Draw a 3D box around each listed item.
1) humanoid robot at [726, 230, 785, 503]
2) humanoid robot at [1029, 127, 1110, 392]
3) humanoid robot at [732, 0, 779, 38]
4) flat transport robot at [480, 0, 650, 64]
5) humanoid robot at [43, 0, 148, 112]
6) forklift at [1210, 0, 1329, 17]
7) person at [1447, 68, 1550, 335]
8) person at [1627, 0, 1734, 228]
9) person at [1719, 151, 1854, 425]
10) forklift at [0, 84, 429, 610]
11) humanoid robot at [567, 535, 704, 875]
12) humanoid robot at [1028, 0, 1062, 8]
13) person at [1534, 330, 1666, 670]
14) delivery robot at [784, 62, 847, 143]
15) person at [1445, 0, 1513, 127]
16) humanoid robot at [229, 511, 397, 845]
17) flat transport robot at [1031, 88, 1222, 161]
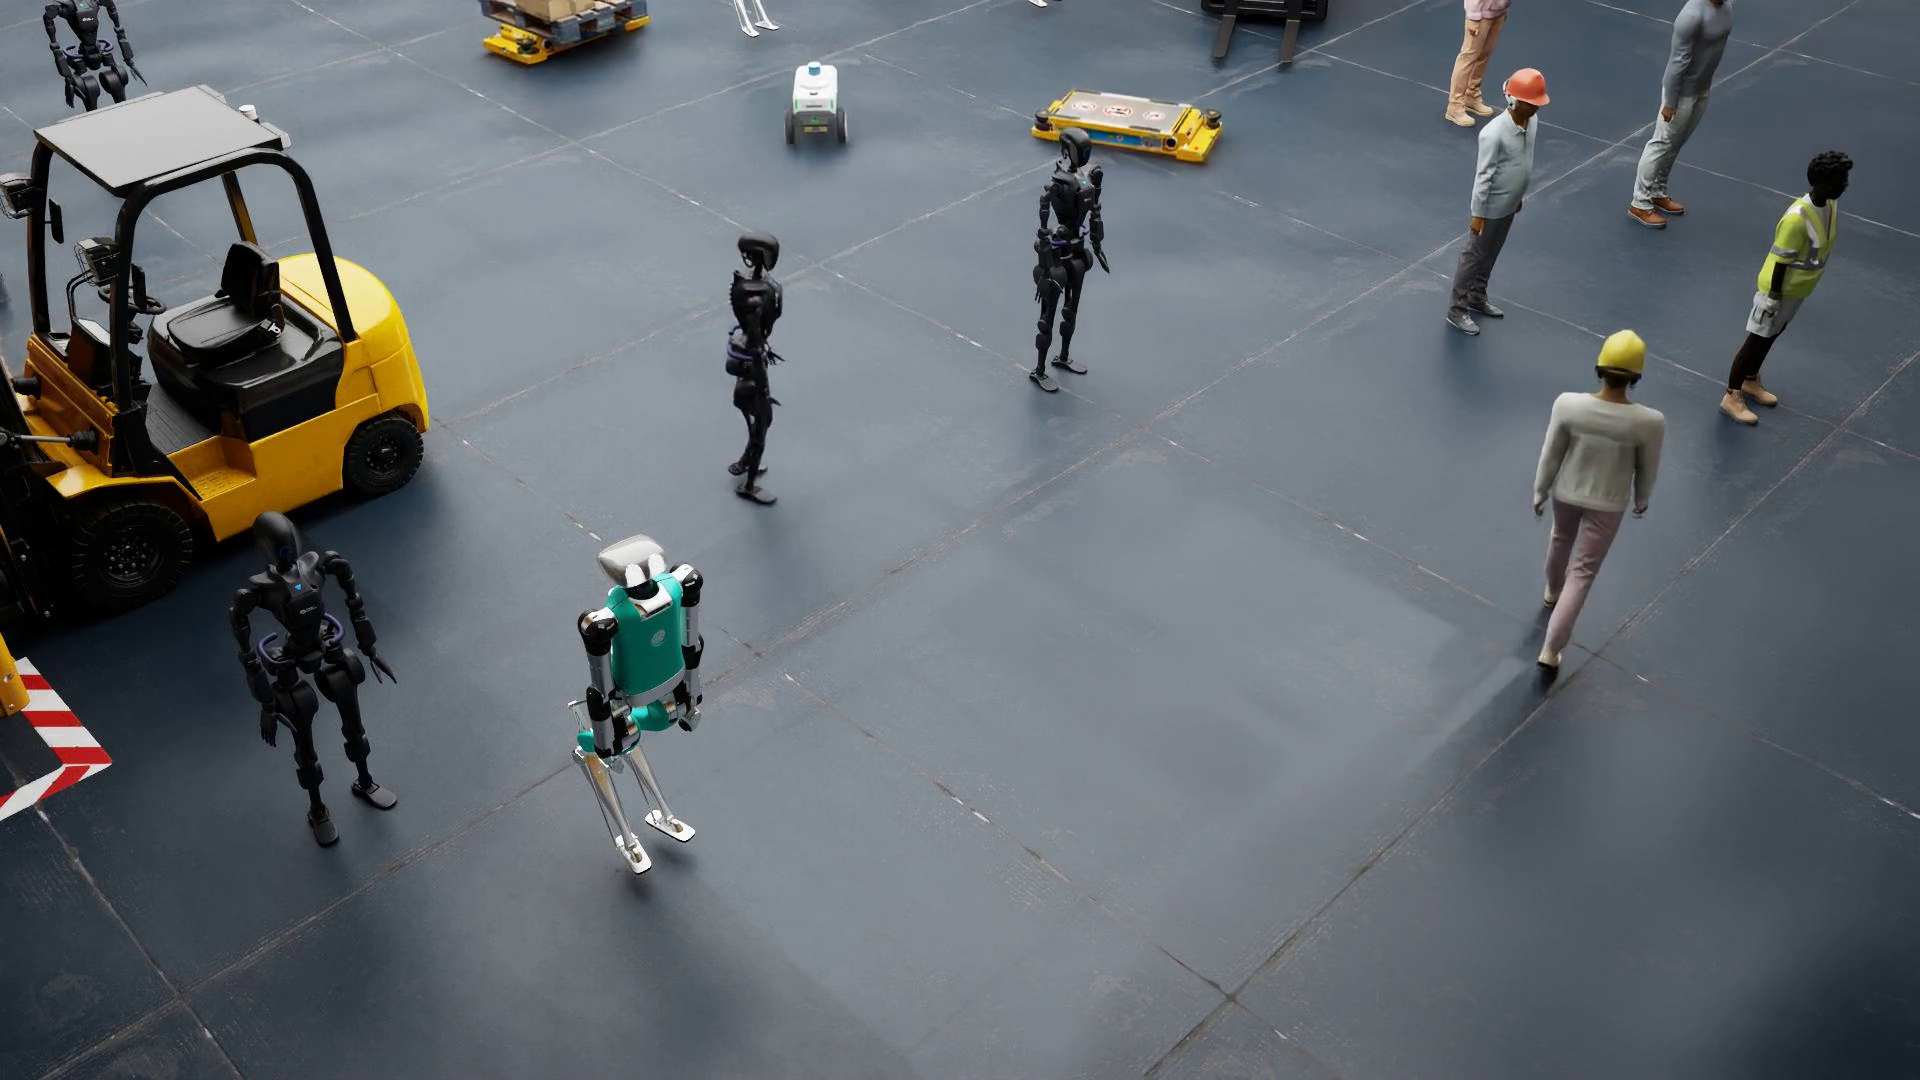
[{"bbox_3d":[-1.136,-0.957,9.099,0.381,1.641,0.602,-2,37,-3],"label":"humanoid robot"},{"bbox_3d":[0.658,-1.720,10.111,0.599,1.657,0.315,-31,47,-34],"label":"humanoid robot"},{"bbox_3d":[-1.902,-5.403,14.891,0.533,1.677,0.735,-31,47,-34],"label":"humanoid robot"},{"bbox_3d":[-3.625,-4.736,15.336,0.659,0.231,1.431,27,45,32],"label":"flat transport robot"},{"bbox_3d":[-6.502,-3.543,12.552,0.599,1.657,0.315,-31,47,-34],"label":"humanoid robot"},{"bbox_3d":[3.106,-6.400,15.960,1.214,2.155,2.313,8,37,10],"label":"forklift"},{"bbox_3d":[3.476,-2.179,10.672,0.341,1.748,0.572,31,47,34],"label":"person"},{"bbox_3d":[5.204,-3.211,11.902,0.351,1.935,0.634,31,47,34],"label":"person"},{"bbox_3d":[4.882,-1.495,9.803,0.317,1.695,0.539,31,47,34],"label":"person"},{"bbox_3d":[-4.145,-1.093,8.856,2.313,2.155,1.214,-31,47,-34],"label":"forklift"},{"bbox_3d":[-1.392,0.612,6.839,0.533,1.677,0.735,-31,47,-34],"label":"humanoid robot"},{"bbox_3d":[0.763,-5.880,15.529,0.533,1.677,0.735,-31,47,-34],"label":"humanoid robot"},{"bbox_3d":[3.040,-0.209,8.055,0.522,1.723,0.883,23,42,27],"label":"person"},{"bbox_3d":[-1.173,-3.562,13.542,0.499,0.614,0.791,-1,37,-1],"label":"delivery robot"},{"bbox_3d":[4.253,-4.271,13.449,0.399,1.780,0.536,31,47,34],"label":"person"},{"bbox_3d":[-2.728,0.562,7.055,0.599,1.657,0.315,-31,47,-34],"label":"humanoid robot"},{"bbox_3d":[1.359,-3.377,13.518,1.431,0.231,0.659,13,39,16],"label":"flat transport robot"}]
